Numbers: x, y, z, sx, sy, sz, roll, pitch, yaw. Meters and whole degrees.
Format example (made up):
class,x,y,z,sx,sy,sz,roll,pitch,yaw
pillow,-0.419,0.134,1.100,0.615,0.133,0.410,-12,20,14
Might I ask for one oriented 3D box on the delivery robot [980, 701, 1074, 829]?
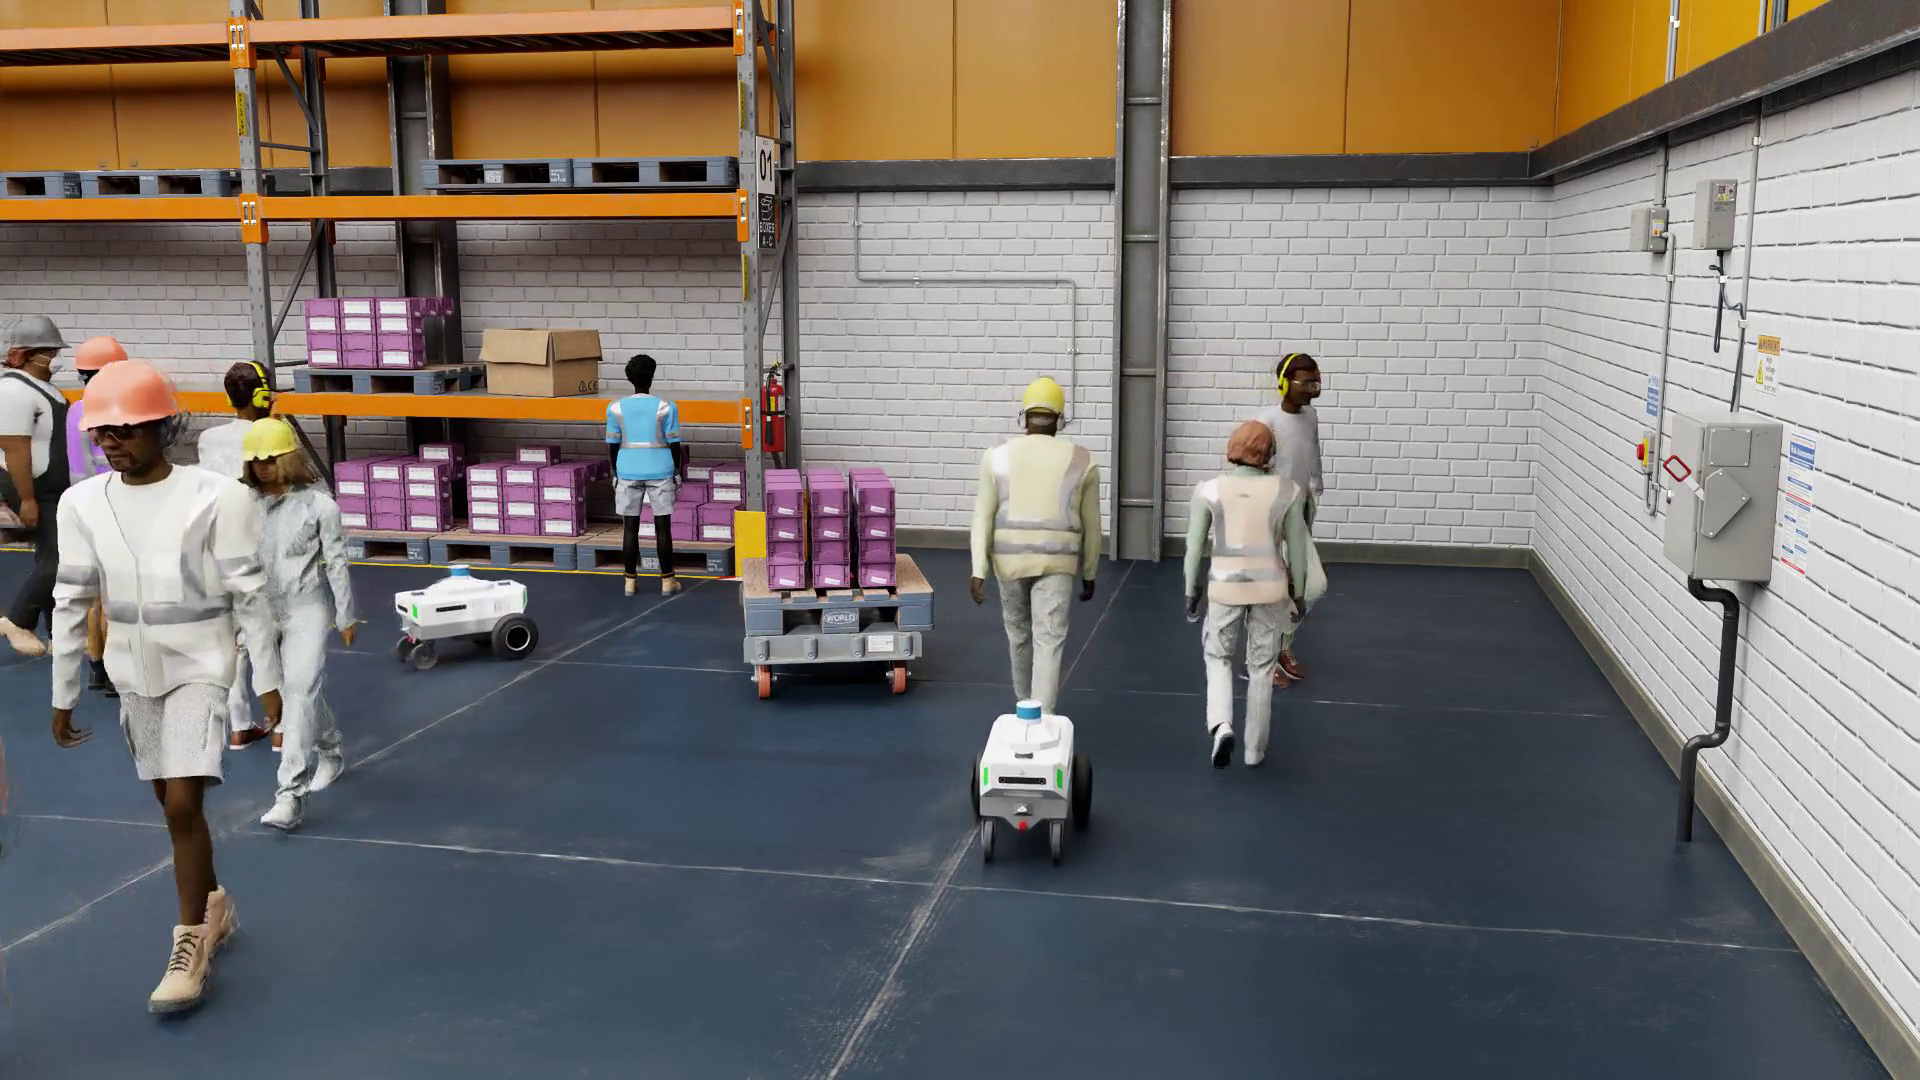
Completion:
class,x,y,z,sx,sy,sz,roll,pitch,yaw
delivery robot,0.276,0.893,6.709,0.477,0.478,0.707,1,9,6

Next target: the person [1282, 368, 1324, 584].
class,x,y,z,sx,sy,sz,roll,pitch,yaw
person,2.499,-0.472,12.003,0.534,1.614,0.538,-2,10,-10

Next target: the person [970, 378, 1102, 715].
class,x,y,z,sx,sy,sz,roll,pitch,yaw
person,0.367,0.119,8.018,0.620,1.775,0.990,1,10,8

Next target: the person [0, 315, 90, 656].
class,x,y,z,sx,sy,sz,roll,pitch,yaw
person,-5.326,-0.306,9.748,0.536,2.000,0.701,-3,10,-16

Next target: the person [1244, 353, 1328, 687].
class,x,y,z,sx,sy,sz,roll,pitch,yaw
person,1.782,-0.102,9.120,0.600,1.843,0.457,-9,13,-43

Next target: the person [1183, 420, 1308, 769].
class,x,y,z,sx,sy,sz,roll,pitch,yaw
person,1.291,0.269,7.528,0.555,1.621,0.482,2,10,10

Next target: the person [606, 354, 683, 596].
class,x,y,z,sx,sy,sz,roll,pitch,yaw
person,-2.197,-0.447,11.640,0.535,1.694,0.318,0,9,0

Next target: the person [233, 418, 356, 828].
class,x,y,z,sx,sy,sz,roll,pitch,yaw
person,-2.838,0.323,7.030,0.473,1.686,0.943,1,9,6

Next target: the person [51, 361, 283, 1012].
class,x,y,z,sx,sy,sz,roll,pitch,yaw
person,-2.547,0.457,5.216,0.653,2.012,0.833,1,9,4

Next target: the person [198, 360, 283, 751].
class,x,y,z,sx,sy,sz,roll,pitch,yaw
person,-3.361,0.081,7.949,0.533,1.864,0.311,2,10,11

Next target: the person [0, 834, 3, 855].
class,x,y,z,sx,sy,sz,roll,pitch,yaw
person,-2.844,0.700,4.260,0.669,1.864,1.005,0,9,1

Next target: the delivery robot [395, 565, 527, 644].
class,x,y,z,sx,sy,sz,roll,pitch,yaw
delivery robot,-2.921,0.389,9.751,0.707,0.478,0.477,-7,12,-36

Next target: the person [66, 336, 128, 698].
class,x,y,z,sx,sy,sz,roll,pitch,yaw
person,-4.565,-0.124,8.963,0.364,1.935,0.553,-9,13,-44
